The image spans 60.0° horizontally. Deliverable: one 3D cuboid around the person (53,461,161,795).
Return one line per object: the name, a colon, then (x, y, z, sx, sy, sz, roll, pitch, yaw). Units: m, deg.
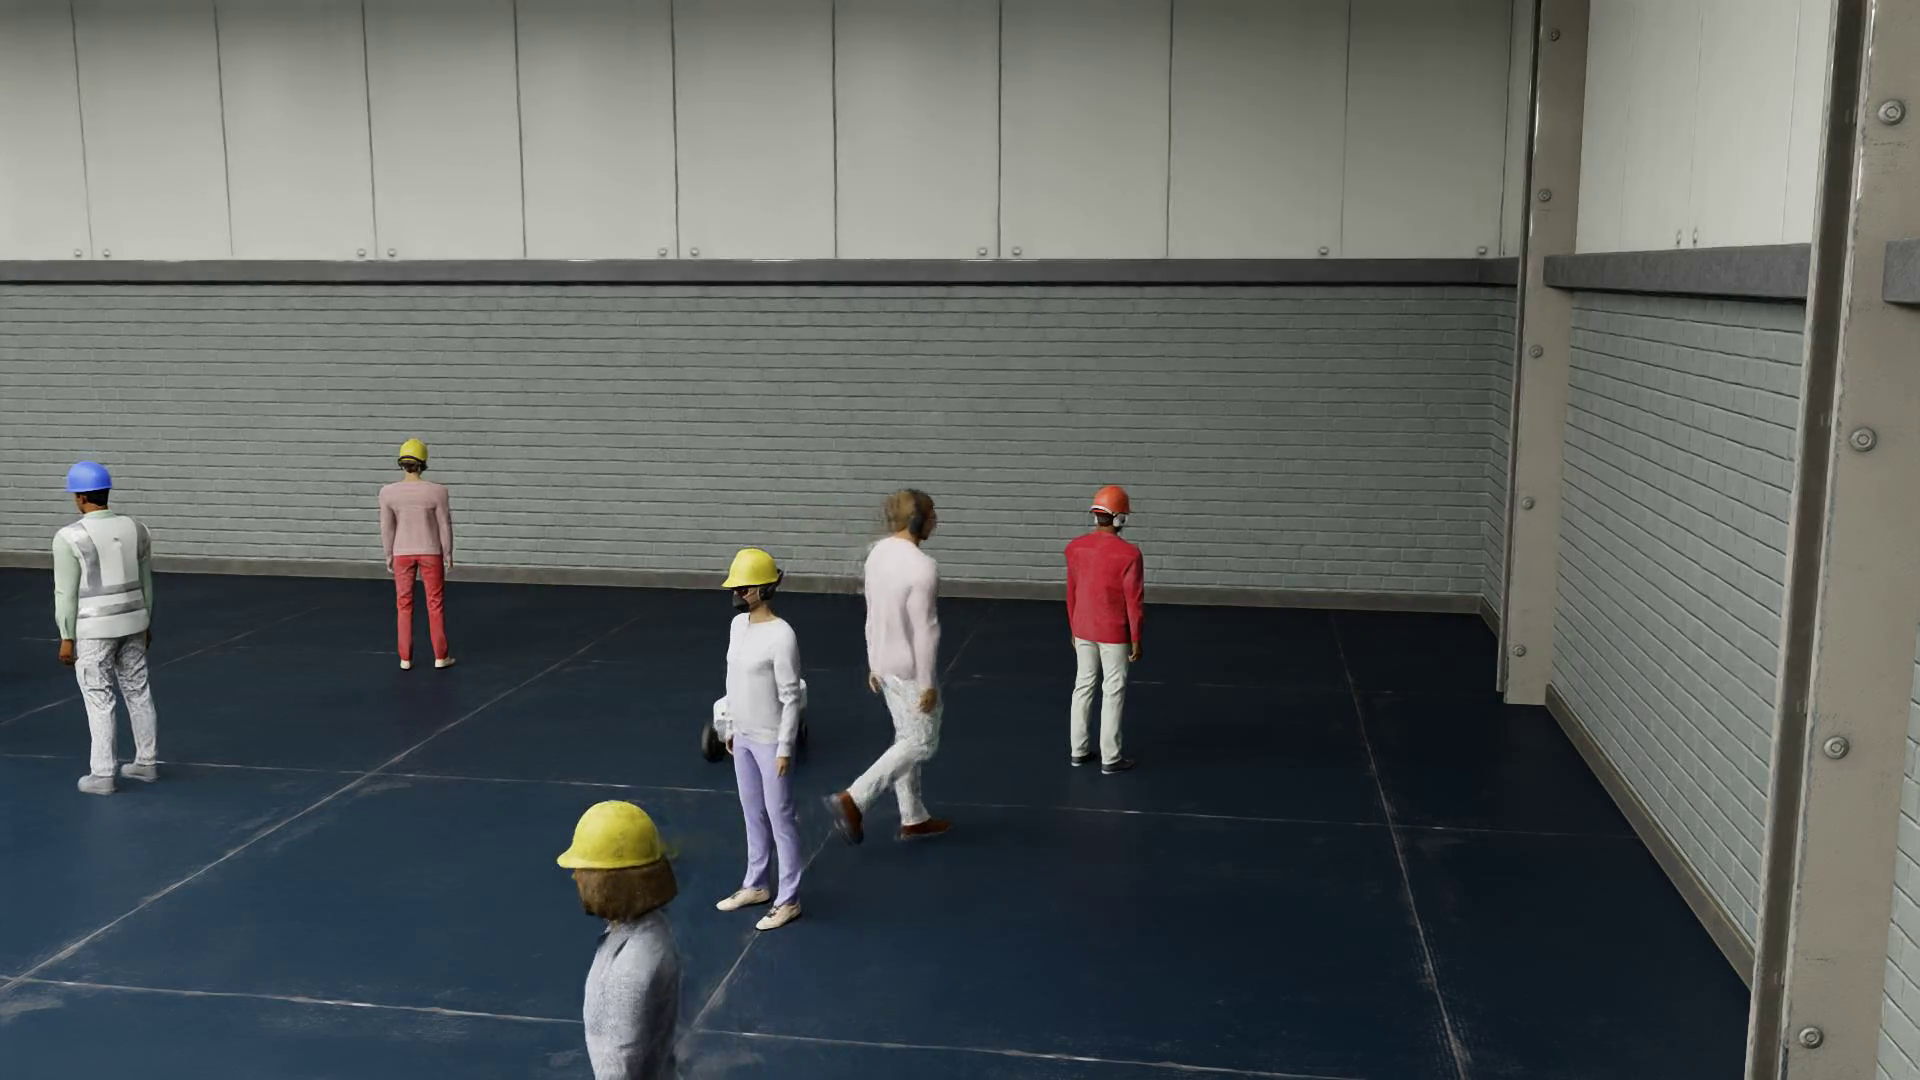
person: (-4.993, 0.504, 9.721, 0.431, 1.938, 0.601, 4, 10, 24)

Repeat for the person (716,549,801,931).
person: (-0.935, 0.913, 7.713, 0.311, 1.768, 0.531, -8, 12, -39)

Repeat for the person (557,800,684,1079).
person: (-0.789, 1.494, 4.327, 0.899, 1.703, 0.485, -3, 10, -18)

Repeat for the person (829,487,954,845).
person: (-0.357, 0.680, 8.667, 0.681, 1.918, 0.632, -5, 10, -29)

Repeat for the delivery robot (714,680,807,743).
delivery robot: (-1.239, 1.037, 10.381, 0.477, 0.478, 0.707, 3, 10, 20)

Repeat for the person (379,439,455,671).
person: (-4.110, 0.117, 12.622, 0.525, 1.769, 0.315, -1, 9, -7)

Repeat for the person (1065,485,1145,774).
person: (0.898, 0.536, 10.112, 0.567, 1.743, 0.354, 8, 12, 41)
